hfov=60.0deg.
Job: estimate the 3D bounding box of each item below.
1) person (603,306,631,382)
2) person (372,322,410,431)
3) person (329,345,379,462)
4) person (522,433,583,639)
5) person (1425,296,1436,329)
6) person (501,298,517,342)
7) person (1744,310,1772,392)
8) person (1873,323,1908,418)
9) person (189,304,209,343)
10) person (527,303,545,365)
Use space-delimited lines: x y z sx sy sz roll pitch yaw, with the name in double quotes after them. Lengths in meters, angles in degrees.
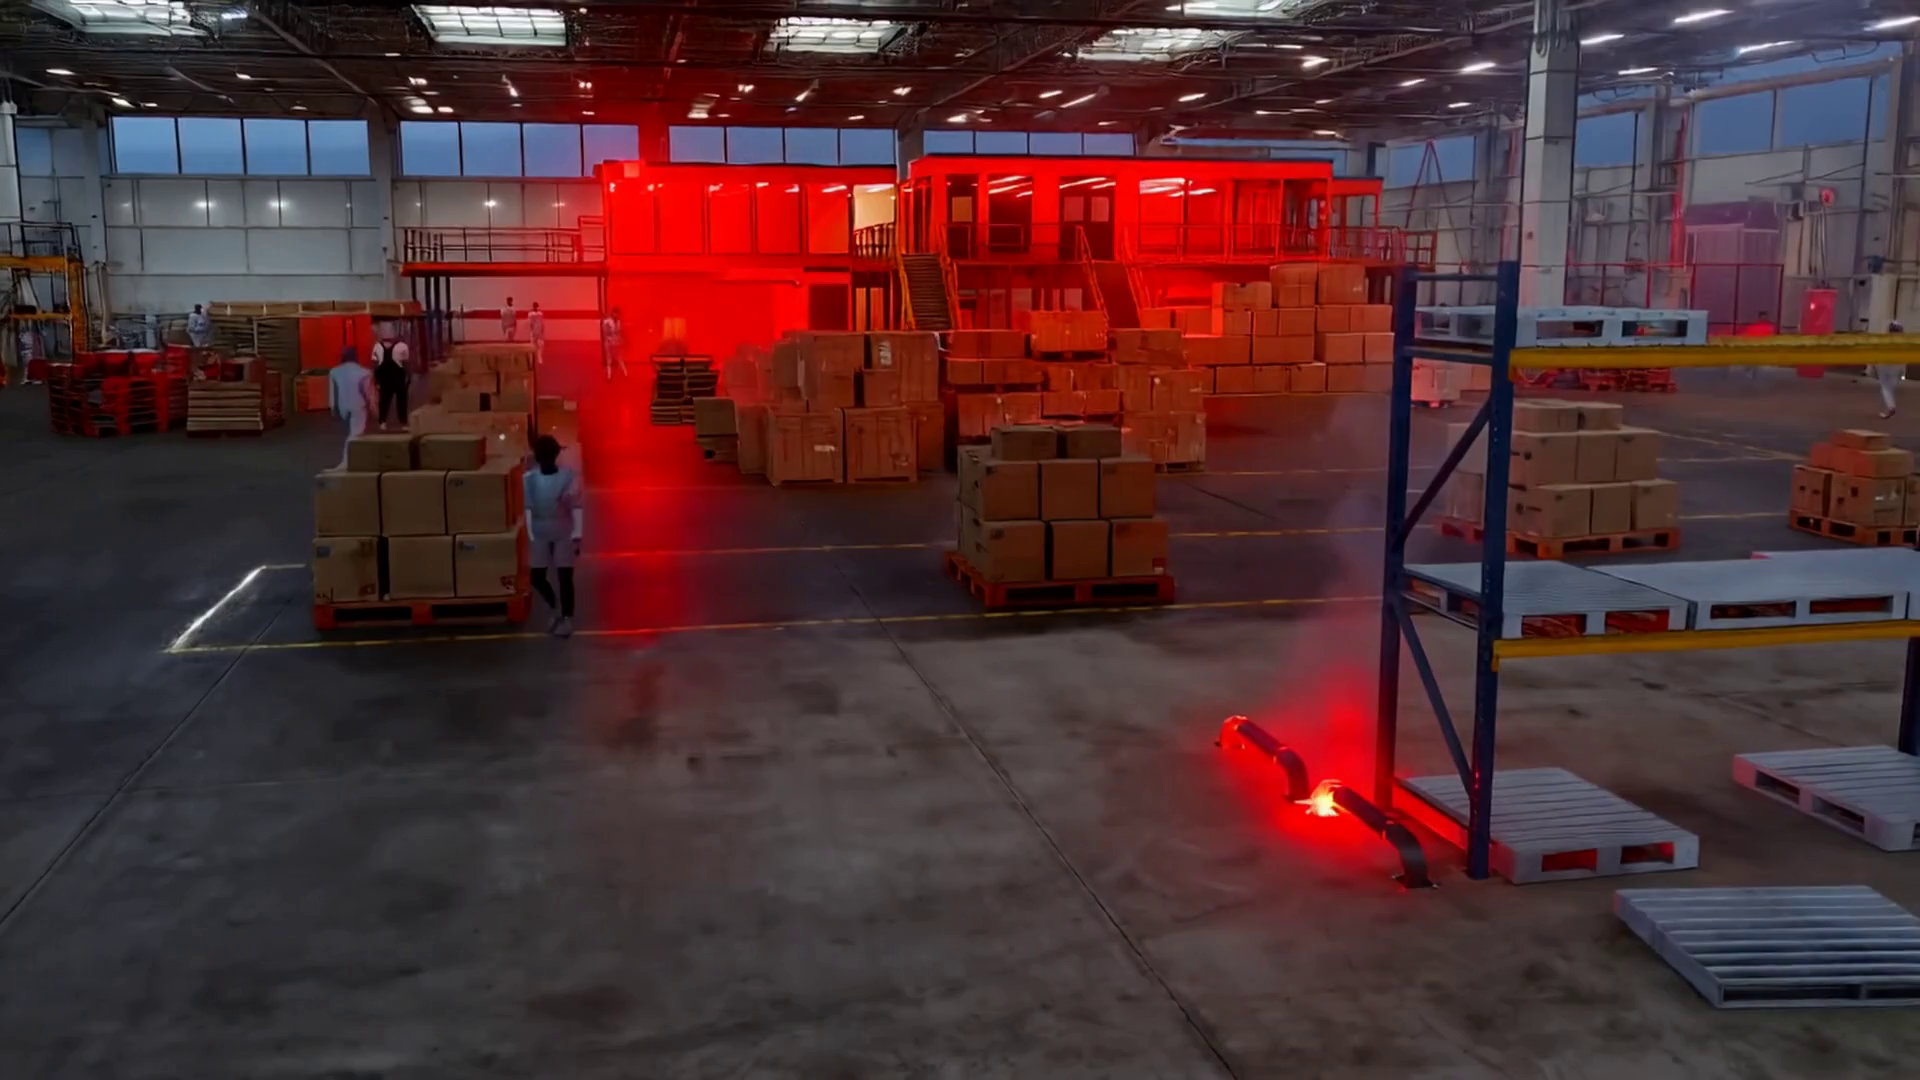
-8.962 -5.103 43.439 0.717 1.986 0.936 -6 11 -34 "person"
-10.498 -3.036 30.683 0.680 2.000 0.903 0 9 0 "person"
-8.713 -1.865 24.005 0.653 1.883 1.037 1 9 7 "person"
-3.286 -0.029 13.458 0.547 1.681 0.368 1 9 7 "person"
17.978 -8.392 63.791 0.611 1.895 1.014 -1 9 -4 "person"
-16.185 -7.717 59.616 0.609 1.905 0.577 -8 12 -39 "person"
19.196 -4.525 39.945 0.463 1.974 0.643 -5 10 -26 "person"
18.546 -3.361 33.088 0.611 1.898 0.673 1 9 4 "person"
-23.185 -6.236 50.671 0.574 1.883 0.355 -2 10 -12 "person"
-13.136 -6.387 51.494 0.555 1.916 0.777 -5 10 -27 "person"
